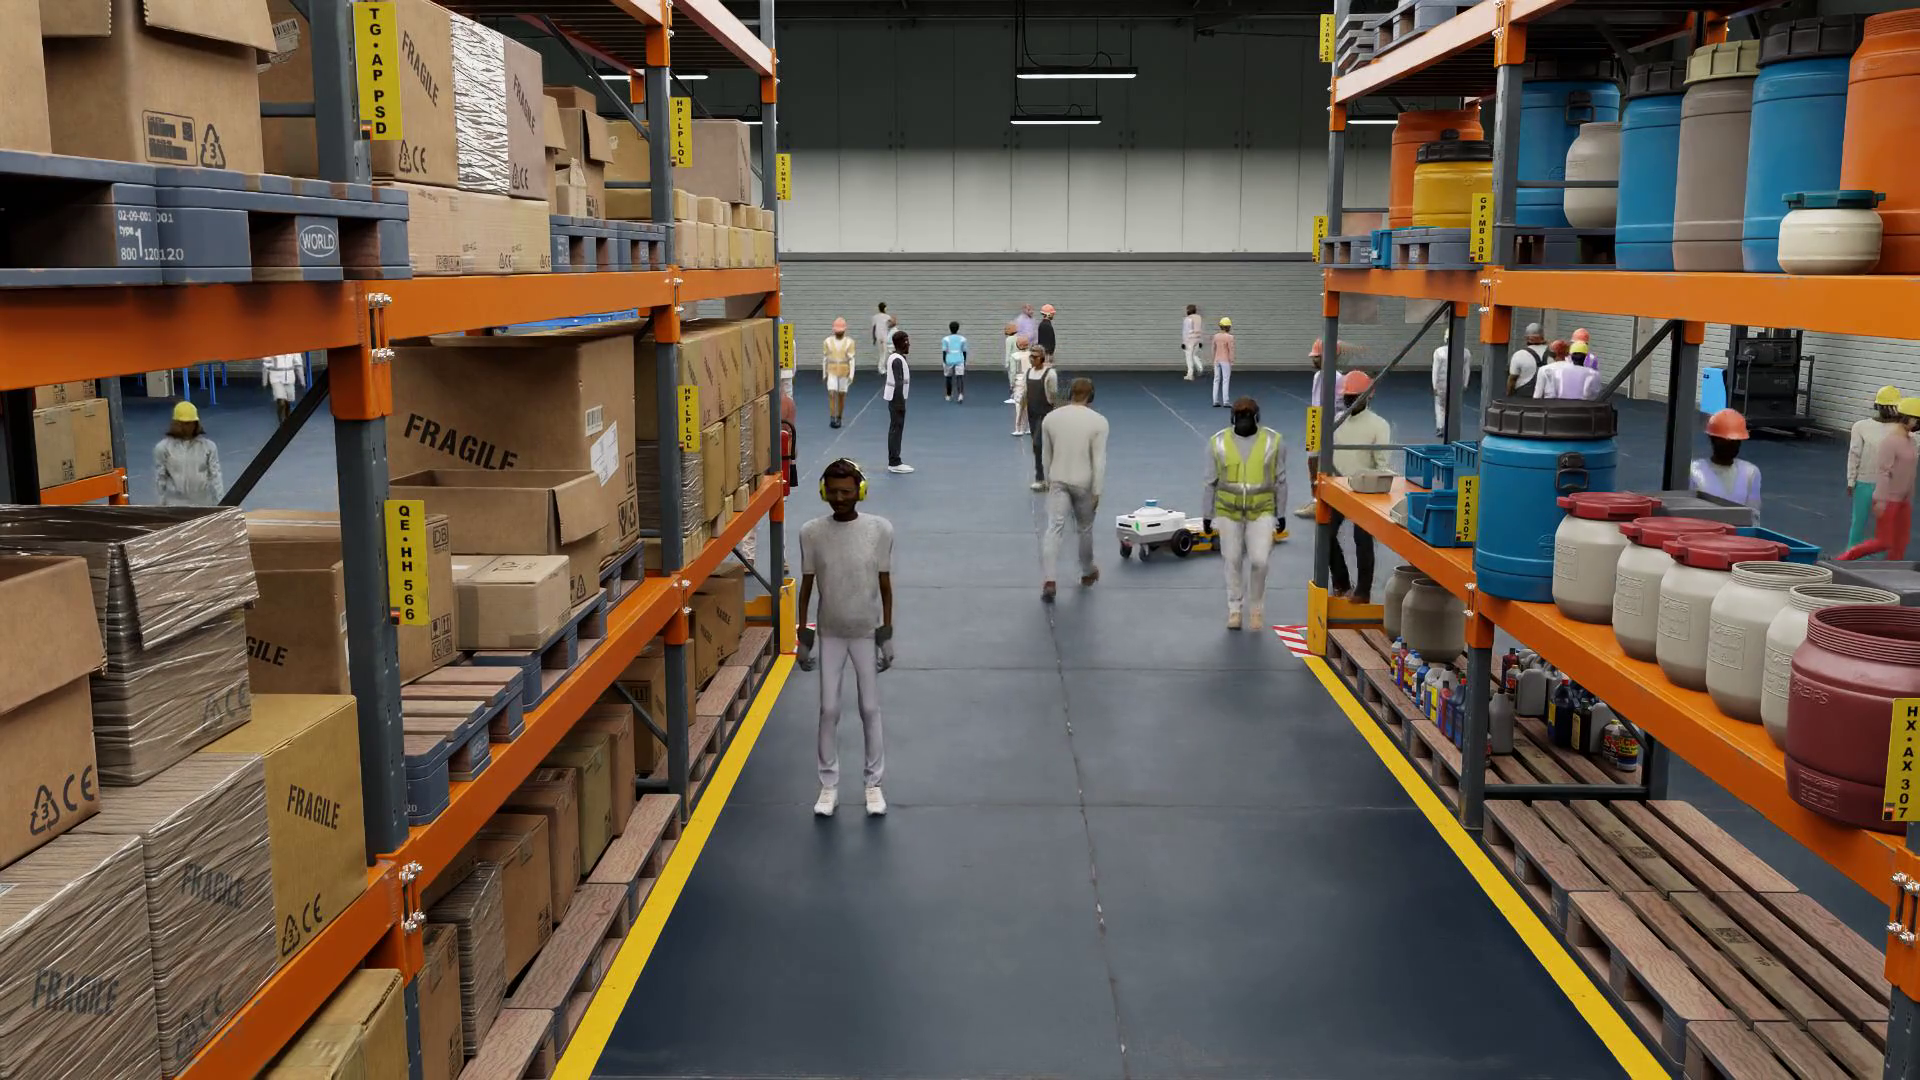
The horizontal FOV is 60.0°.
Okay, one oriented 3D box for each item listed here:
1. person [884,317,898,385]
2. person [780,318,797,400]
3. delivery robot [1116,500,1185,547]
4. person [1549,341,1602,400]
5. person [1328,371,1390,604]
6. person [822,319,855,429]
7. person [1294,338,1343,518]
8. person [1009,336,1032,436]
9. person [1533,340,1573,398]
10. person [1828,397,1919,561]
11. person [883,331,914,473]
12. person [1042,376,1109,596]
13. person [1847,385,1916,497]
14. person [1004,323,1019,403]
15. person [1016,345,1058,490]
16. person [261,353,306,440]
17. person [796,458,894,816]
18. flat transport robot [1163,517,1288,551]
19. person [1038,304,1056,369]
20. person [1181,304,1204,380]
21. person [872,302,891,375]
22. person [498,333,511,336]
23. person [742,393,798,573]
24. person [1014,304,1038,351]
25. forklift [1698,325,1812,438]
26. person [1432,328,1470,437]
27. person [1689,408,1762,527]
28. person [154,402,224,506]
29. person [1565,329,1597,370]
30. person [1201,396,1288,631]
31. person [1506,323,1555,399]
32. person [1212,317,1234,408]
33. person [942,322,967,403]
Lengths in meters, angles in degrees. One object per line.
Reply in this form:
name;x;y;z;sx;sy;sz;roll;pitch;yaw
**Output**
person;-1.558;-4.311;38.157;0.407;1.605;0.597;-6;11;-32
person;-3.015;-2.739;27.724;0.603;1.949;0.397;-5;10;-25
delivery robot;1.856;-0.147;16.215;0.707;0.478;0.477;-8;12;-39
person;7.523;-1.480;20.346;0.595;1.900;0.556;6;11;33
person;3.205;-0.393;13.581;0.534;1.972;0.648;-7;12;-38
person;-2.086;-2.840;28.540;0.563;1.873;1.012;-1;10;-4
person;4.169;-1.243;18.586;0.725;2.021;0.610;-1;10;-9
person;1.045;-2.537;27.450;0.514;1.636;0.314;-6;11;-30
person;7.636;-1.627;21.352;0.600;1.873;0.645;0;9;-2
person;7.801;-0.353;14.065;0.522;1.740;0.630;-8;13;-41
person;-0.853;-1.901;22.792;0.390;1.920;0.587;-1;10;-7
person;0.965;-0.466;14.396;0.646;1.884;1.066;4;10;20
person;8.248;-0.509;14.926;0.523;1.764;0.323;4;10;23
person;1.062;-3.613;33.912;0.279;1.631;0.504;5;11;26
person;0.935;-1.533;20.863;0.525;1.821;0.627;9;13;44
person;-10.794;-2.527;26.602;0.616;1.899;0.819;-9;13;-43
person;-0.593;0.502;8.593;0.506;1.860;0.340;0;9;1
flat transport robot;2.626;-0.089;16.998;1.431;0.197;0.652;-7;12;-37
person;1.785;-3.819;34.053;0.374;1.997;0.613;-3;10;-17
person;5.669;-4.840;40.666;0.627;1.831;0.448;-9;13;-42
person;-2.018;-5.168;42.612;0.565;1.867;0.638;3;10;20
person;-6.851;-2.237;25.202;0.657;1.787;0.978;7;12;36
person;-1.801;-0.690;15.316;0.625;1.992;0.388;-2;10;-12
person;1.633;-4.683;39.627;0.742;1.871;0.649;7;12;36
forklift;13.248;-3.165;27.620;1.129;2.768;1.873;0;9;1
person;7.886;-2.514;26.762;0.602;1.815;0.448;1;10;7
person;4.972;0.072;10.997;0.549;1.916;0.749;0;9;-3
person;-6.259;-0.266;13.585;0.496;1.702;0.862;-7;12;-38
person;8.636;-1.993;23.316;0.542;1.930;0.374;1;10;5
person;2.185;-0.195;12.856;0.662;1.822;0.611;2;10;13
person;7.900;-1.999;23.149;0.701;2.000;0.792;-1;10;-8
person;5.212;-3.512;32.900;0.331;1.768;0.526;-8;13;-41
person;-0.098;-3.629;33.943;0.540;1.655;0.859;-2;10;-13
